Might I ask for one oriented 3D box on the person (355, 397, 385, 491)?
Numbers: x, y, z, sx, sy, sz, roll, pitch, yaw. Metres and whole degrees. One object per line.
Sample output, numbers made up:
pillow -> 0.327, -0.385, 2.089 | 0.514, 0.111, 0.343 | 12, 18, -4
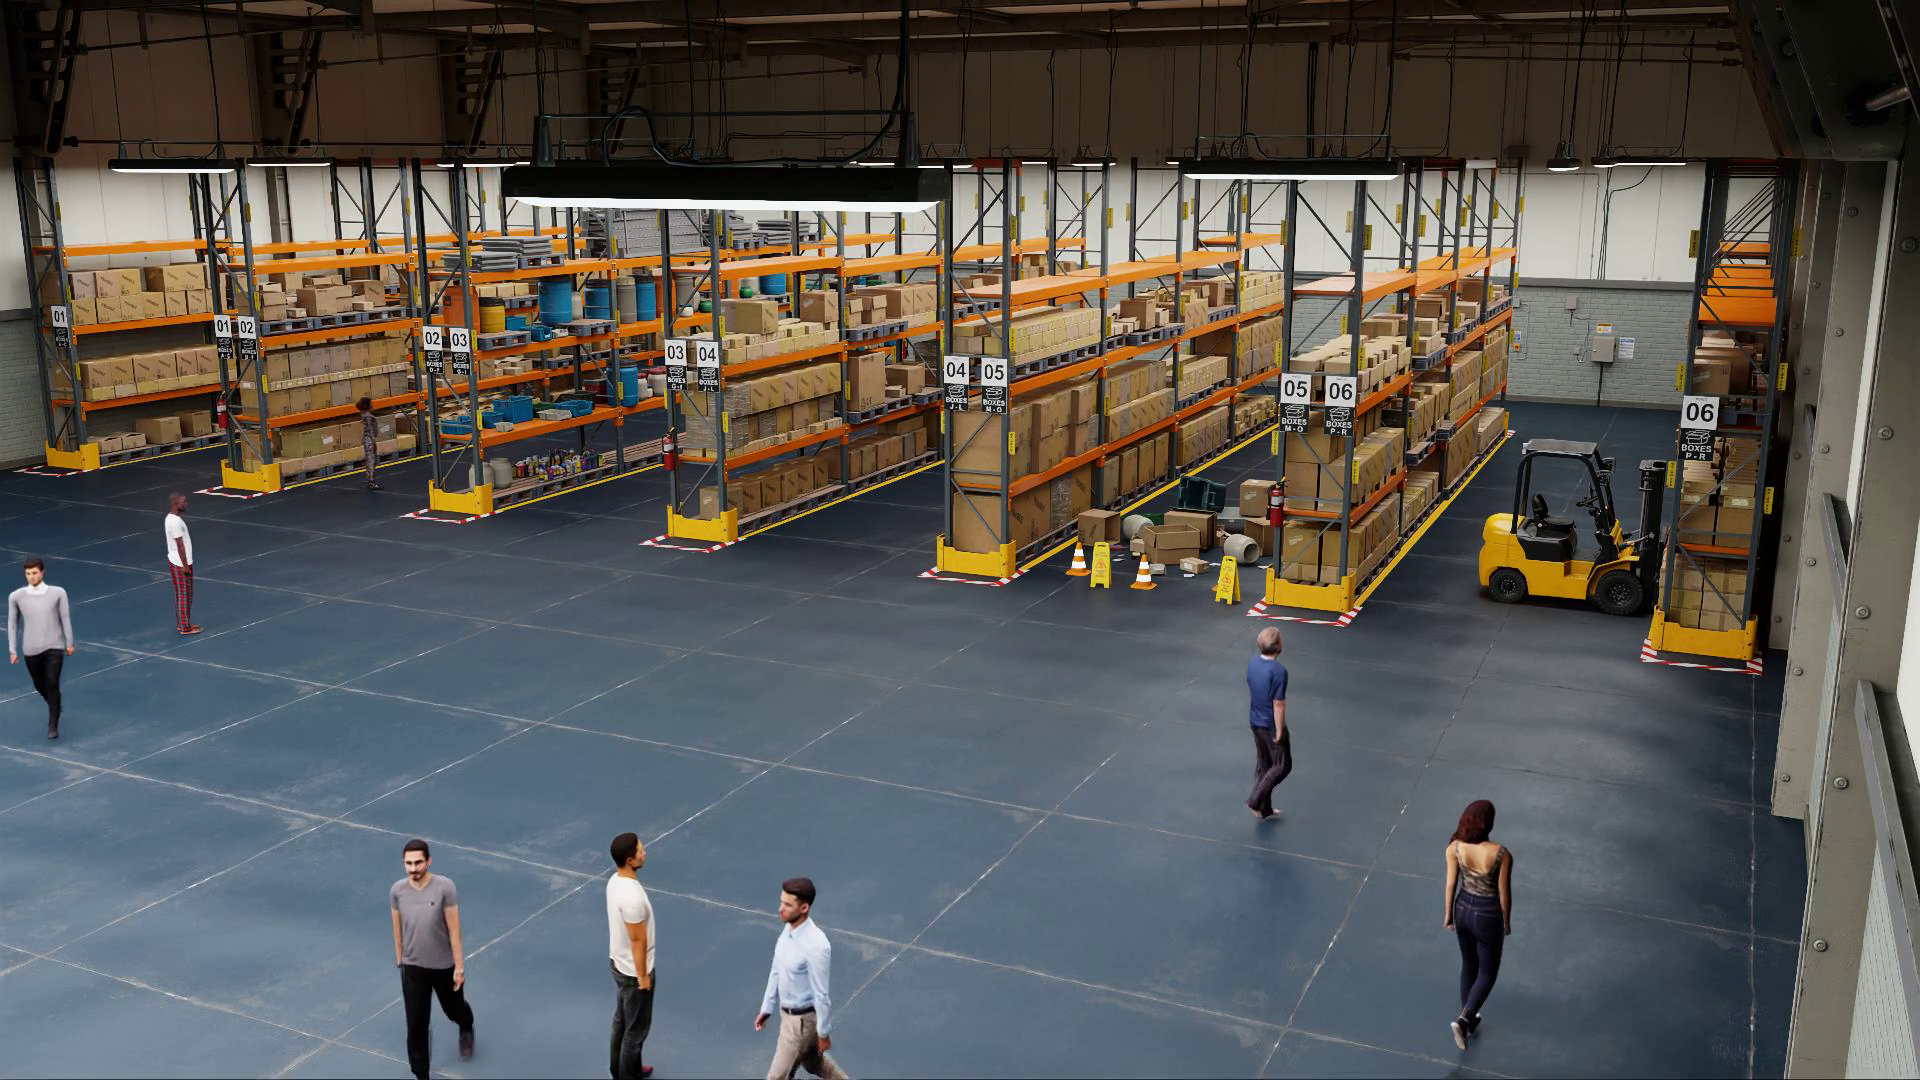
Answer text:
person -> -10.906, -1.793, 30.720 | 0.729, 1.708, 0.686 | -8, 15, -31

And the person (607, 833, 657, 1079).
person -> -2.152, 2.764, 10.830 | 0.753, 1.803, 0.705 | -6, 14, -23

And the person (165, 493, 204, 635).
person -> -10.061, 0.289, 21.454 | 0.723, 1.834, 0.732 | -9, 16, -33

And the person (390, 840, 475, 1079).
person -> -3.459, 2.770, 10.969 | 0.971, 1.729, 1.183 | -1, 13, -5

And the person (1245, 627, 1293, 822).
person -> 2.760, 1.717, 15.230 | 0.935, 1.858, 0.867 | -8, 15, -30

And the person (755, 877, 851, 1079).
person -> -0.904, 2.911, 10.181 | 1.251, 1.810, 1.125 | -6, 14, -25

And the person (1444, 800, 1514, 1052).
person -> 3.529, 2.662, 11.386 | 0.731, 1.752, 1.014 | 9, 16, 34

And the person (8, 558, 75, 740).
person -> -9.748, 1.107, 17.718 | 1.234, 1.924, 1.314 | -4, 14, -17
